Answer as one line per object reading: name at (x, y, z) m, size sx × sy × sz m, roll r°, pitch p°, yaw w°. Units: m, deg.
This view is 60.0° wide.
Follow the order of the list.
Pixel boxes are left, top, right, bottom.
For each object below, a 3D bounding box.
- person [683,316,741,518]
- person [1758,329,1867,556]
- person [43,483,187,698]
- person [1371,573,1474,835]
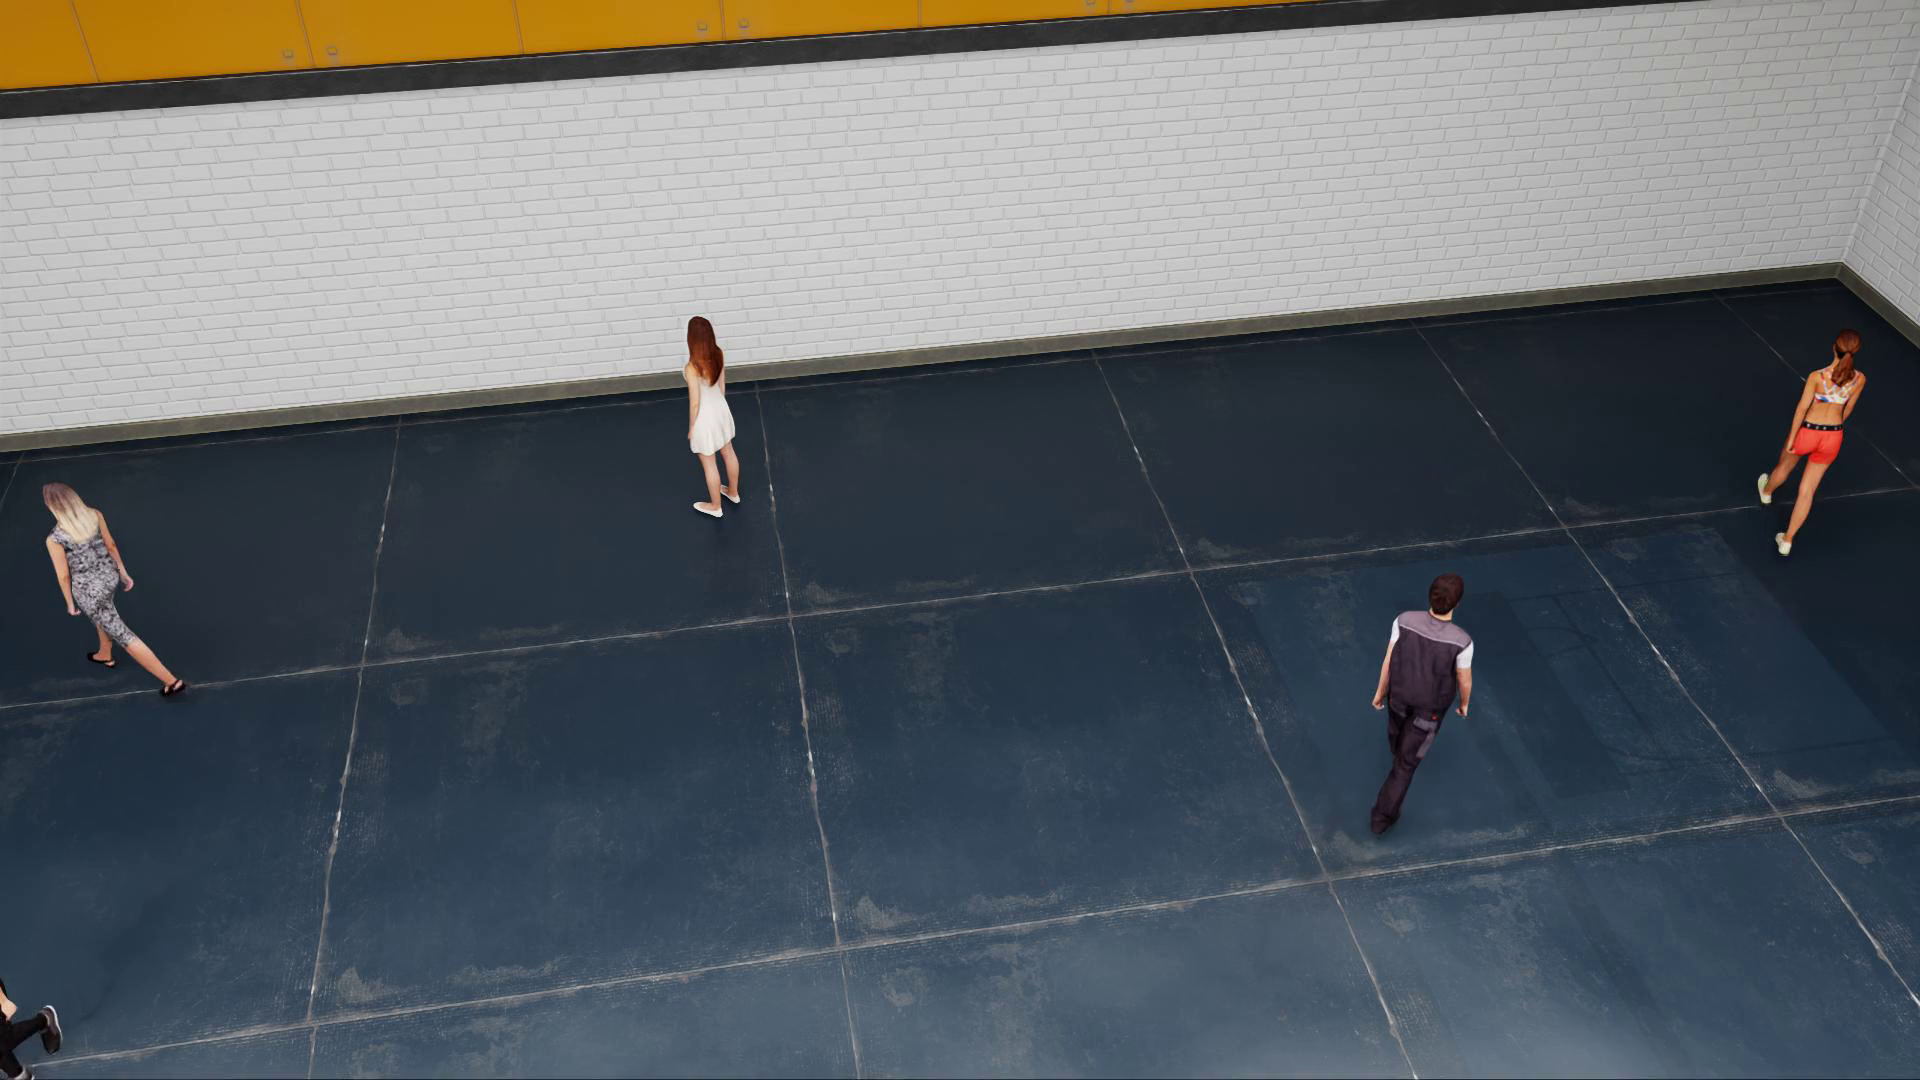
person at (-1.882, -0.939, 12.541) m, size 0.705 × 1.712 × 0.643 m, roll 23°, pitch 44°, yaw 26°
person at (6.272, -0.673, 12.174) m, size 0.859 × 1.754 × 1.164 m, roll 9°, pitch 39°, yaw 11°
person at (-5.590, 0.372, 10.937) m, size 1.059 × 1.664 × 1.155 m, roll 15°, pitch 41°, yaw 18°
person at (2.716, 1.026, 10.008) m, size 1.155 × 1.802 × 1.201 m, roll 24°, pitch 45°, yaw 27°
